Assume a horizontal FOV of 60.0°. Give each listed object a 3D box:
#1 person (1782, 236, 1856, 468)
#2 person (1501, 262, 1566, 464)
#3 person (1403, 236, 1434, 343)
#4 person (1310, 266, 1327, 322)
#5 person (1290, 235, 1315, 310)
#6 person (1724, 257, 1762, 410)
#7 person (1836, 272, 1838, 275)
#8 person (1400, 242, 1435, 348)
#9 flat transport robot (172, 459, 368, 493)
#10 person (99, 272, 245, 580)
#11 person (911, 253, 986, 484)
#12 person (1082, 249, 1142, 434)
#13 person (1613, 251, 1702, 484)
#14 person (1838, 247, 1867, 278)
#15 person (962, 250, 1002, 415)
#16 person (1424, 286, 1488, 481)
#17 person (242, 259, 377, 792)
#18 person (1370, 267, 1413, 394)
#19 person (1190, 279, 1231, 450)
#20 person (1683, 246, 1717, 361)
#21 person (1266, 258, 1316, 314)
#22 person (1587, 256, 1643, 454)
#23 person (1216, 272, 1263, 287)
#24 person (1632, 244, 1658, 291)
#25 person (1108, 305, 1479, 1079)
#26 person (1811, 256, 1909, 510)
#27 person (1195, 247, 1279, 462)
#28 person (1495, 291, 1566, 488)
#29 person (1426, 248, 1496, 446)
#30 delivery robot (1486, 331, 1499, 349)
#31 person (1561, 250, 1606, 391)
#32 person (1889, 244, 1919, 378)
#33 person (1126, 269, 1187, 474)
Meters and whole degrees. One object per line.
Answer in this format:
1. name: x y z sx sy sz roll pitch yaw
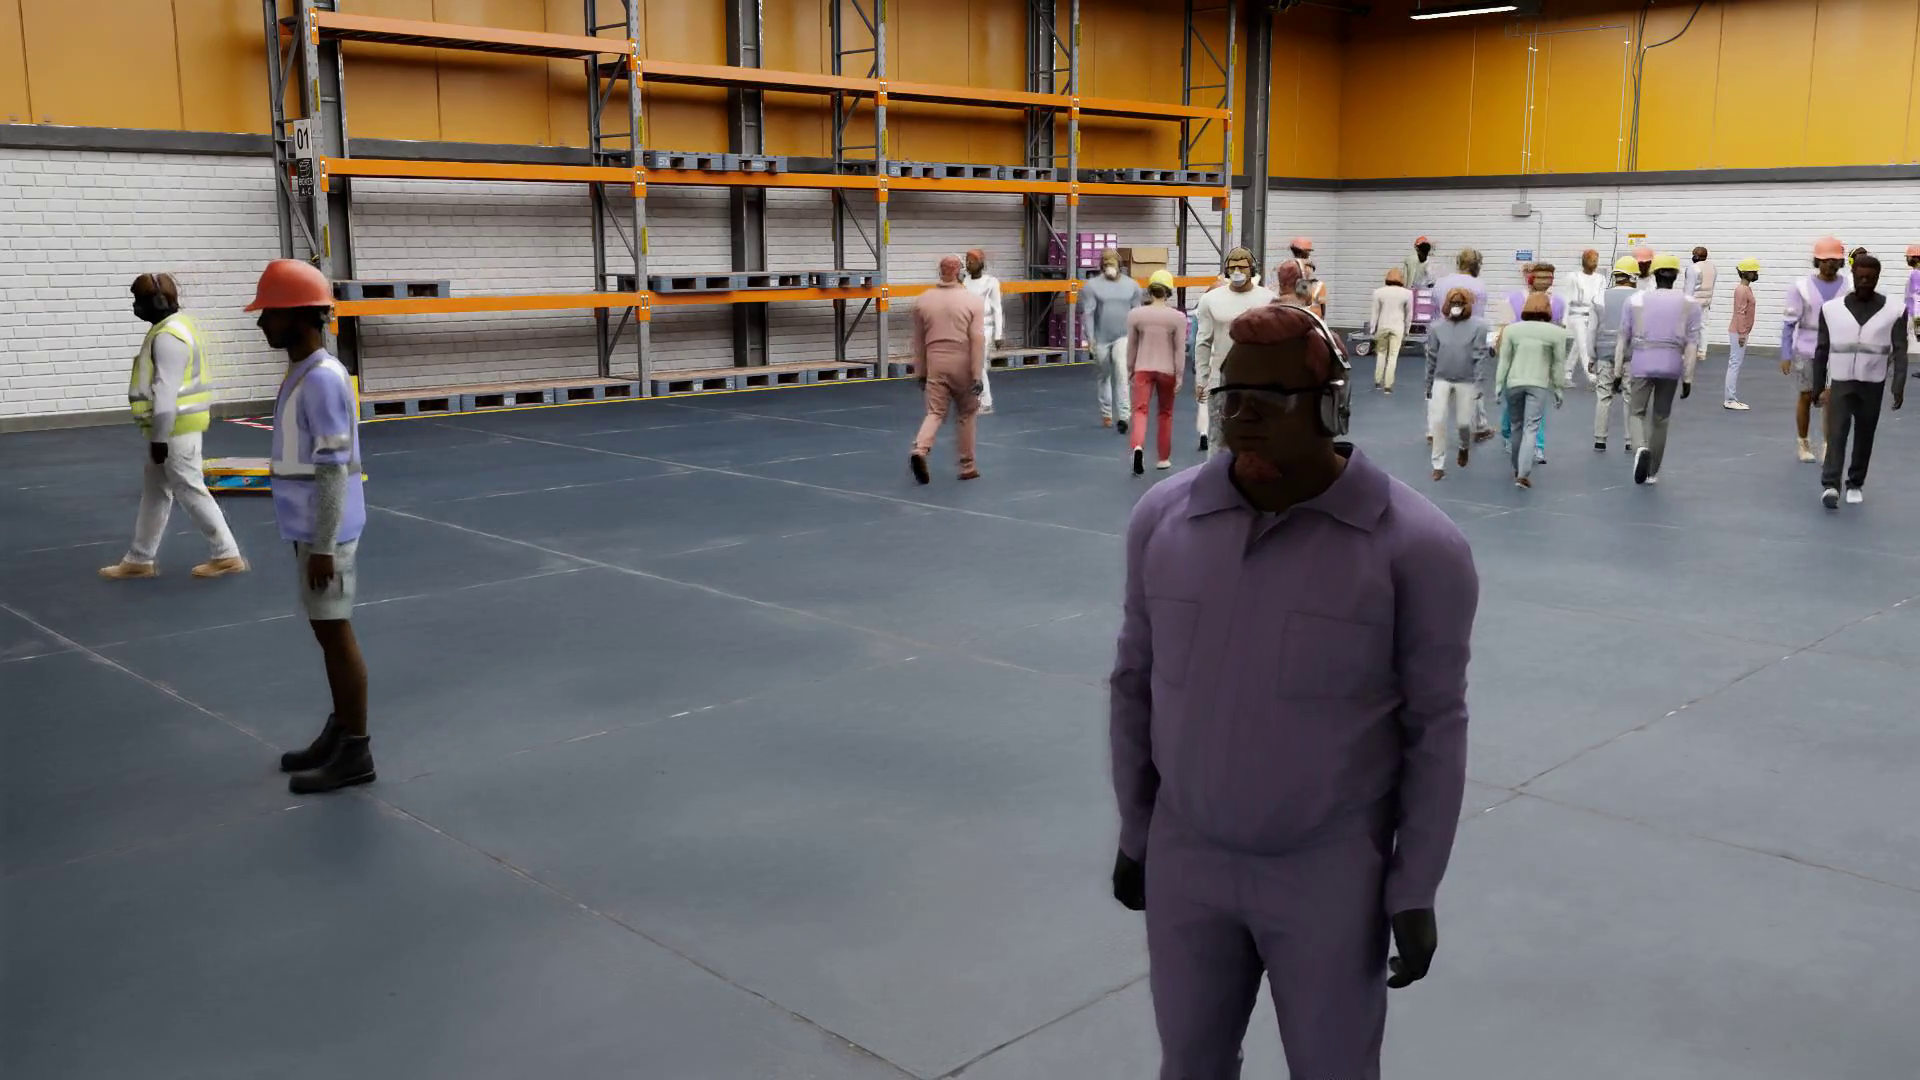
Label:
1. person: 7.514 -1.625 14.506 0.633 1.997 0.996 4 11 19
2. person: 5.172 -1.624 15.099 0.570 1.795 0.979 1 10 6
3. person: 8.689 -4.736 31.494 0.625 1.992 0.386 10 14 42
4. person: 4.986 -3.173 23.913 0.540 1.652 0.857 3 11 14
5. person: 4.382 -3.008 22.007 0.681 2.019 0.642 -3 11 -18
6. person: 9.129 -2.403 19.402 0.312 1.768 0.522 5 11 25
7. person: 13.780 -3.734 26.386 0.313 1.865 0.528 7 12 33
8. person: 8.387 -4.400 29.900 0.961 1.911 0.639 0 10 1
9. flat transport robot: -5.525 -0.513 13.173 1.431 0.197 0.652 1 10 3
10. person: -4.649 -0.652 9.740 0.715 1.822 0.647 -5 11 -23
11. person: -0.100 -1.390 13.568 0.650 1.883 0.822 5 12 25
12. person: 1.574 -2.043 17.136 0.634 1.866 1.079 0 10 1
13. person: 5.581 -1.354 13.330 0.624 1.893 0.701 4 11 19
14. person: 11.308 -2.763 21.079 0.508 1.872 0.329 -4 11 -19
15. person: 0.117 -2.294 18.556 0.574 1.849 0.855 9 14 42
16. person: 4.130 -1.314 13.861 0.504 1.615 0.561 5 11 24
17. person: -2.378 -0.050 6.097 0.371 1.935 0.549 -5 12 -25
18. person: 5.557 -2.693 21.407 0.509 1.607 0.663 5 11 23
19. person: 2.444 -1.674 15.841 0.512 1.610 0.779 2 11 10
20. person: 11.885 -3.805 26.839 0.625 1.843 0.430 -5 12 -27
21. person: 1.949 -0.761 10.110 0.588 1.887 0.654 -3 11 -18
22. person: 6.143 -1.716 15.479 0.591 1.829 0.404 6 12 31
23. person: 3.617 -2.849 21.695 0.641 1.825 0.504 2 11 9
24. person: 7.681 -2.376 18.819 0.554 1.921 0.589 4 11 23
25. person: 0.535 0.550 2.913 0.642 1.909 0.399 7 12 32
26. person: 6.643 -1.151 12.303 0.615 1.863 1.025 5 12 27
27. person: 2.024 -1.156 12.125 0.635 1.937 0.352 2 11 13
28. person: 4.610 -1.225 13.476 0.515 1.580 0.824 6 12 28
29. person: 4.899 -1.867 16.139 0.977 1.891 0.653 -8 13 -38
30. delivery robot: 8.616 -3.381 27.779 0.707 0.478 0.477 7 12 32
31. person: 8.231 -2.877 21.803 0.605 1.827 1.002 -4 11 -19
32. person: 13.484 -3.253 23.692 0.980 1.885 0.575 8 13 38
33. person: 1.654 -1.429 14.146 0.521 1.742 0.763 3 11 14
